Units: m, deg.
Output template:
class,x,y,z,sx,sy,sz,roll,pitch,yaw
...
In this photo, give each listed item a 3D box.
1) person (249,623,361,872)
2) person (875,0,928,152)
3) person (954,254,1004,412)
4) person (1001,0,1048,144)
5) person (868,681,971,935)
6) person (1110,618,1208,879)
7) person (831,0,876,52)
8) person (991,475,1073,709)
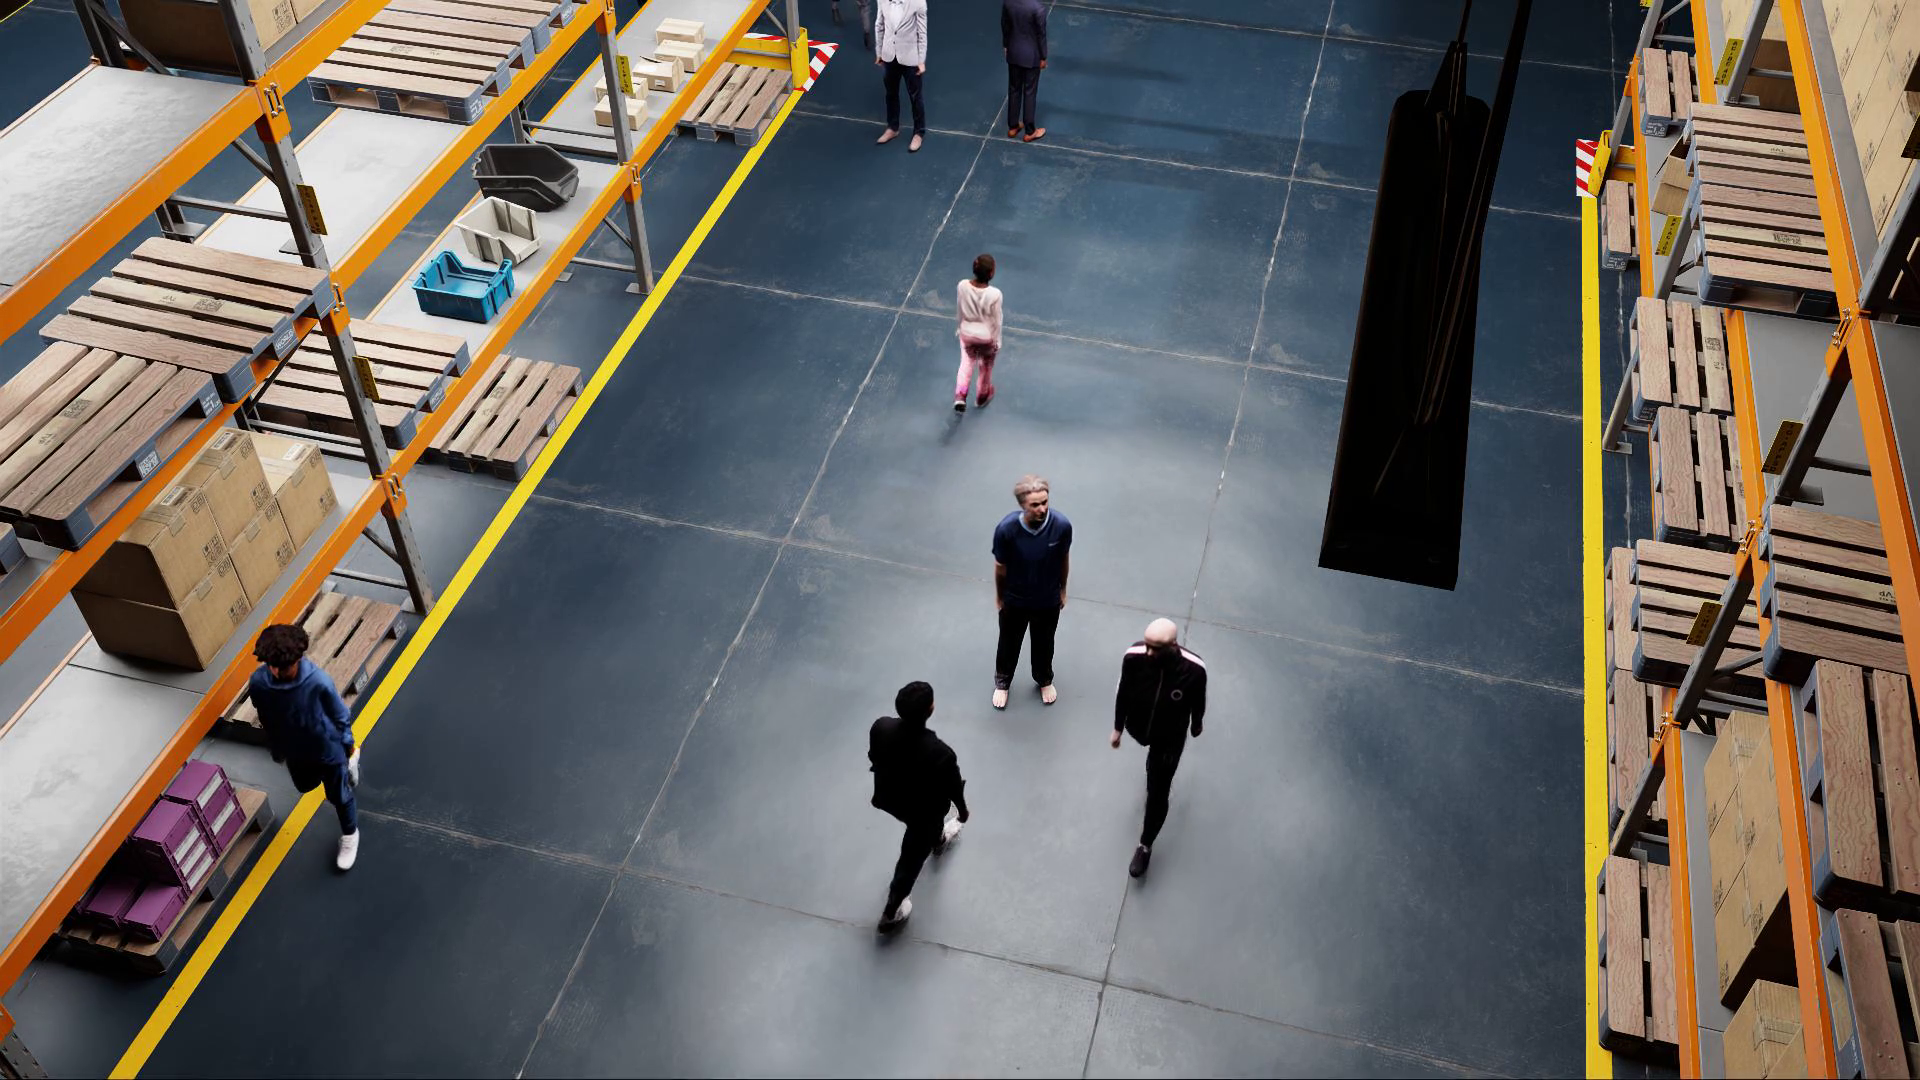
class,x,y,z,sx,sy,sz,roll,pitch,yaw
person,-3.795,1.120,9.778,0.764,1.791,1.010,3,44,4
person,-0.544,-4.605,15.744,0.713,1.850,0.618,18,46,18
person,0.114,-1.566,12.852,0.602,1.440,0.794,16,46,16
person,0.606,-4.626,15.856,0.692,1.727,0.645,24,49,24
person,-0.299,1.523,9.372,0.970,1.767,1.270,26,49,24
person,1.179,1.032,9.882,0.764,1.775,1.323,14,45,14
person,-1.189,-6.075,17.370,1.065,1.736,1.224,-16,46,-16
person,0.441,0.326,10.552,0.729,1.872,0.681,-4,44,-4
